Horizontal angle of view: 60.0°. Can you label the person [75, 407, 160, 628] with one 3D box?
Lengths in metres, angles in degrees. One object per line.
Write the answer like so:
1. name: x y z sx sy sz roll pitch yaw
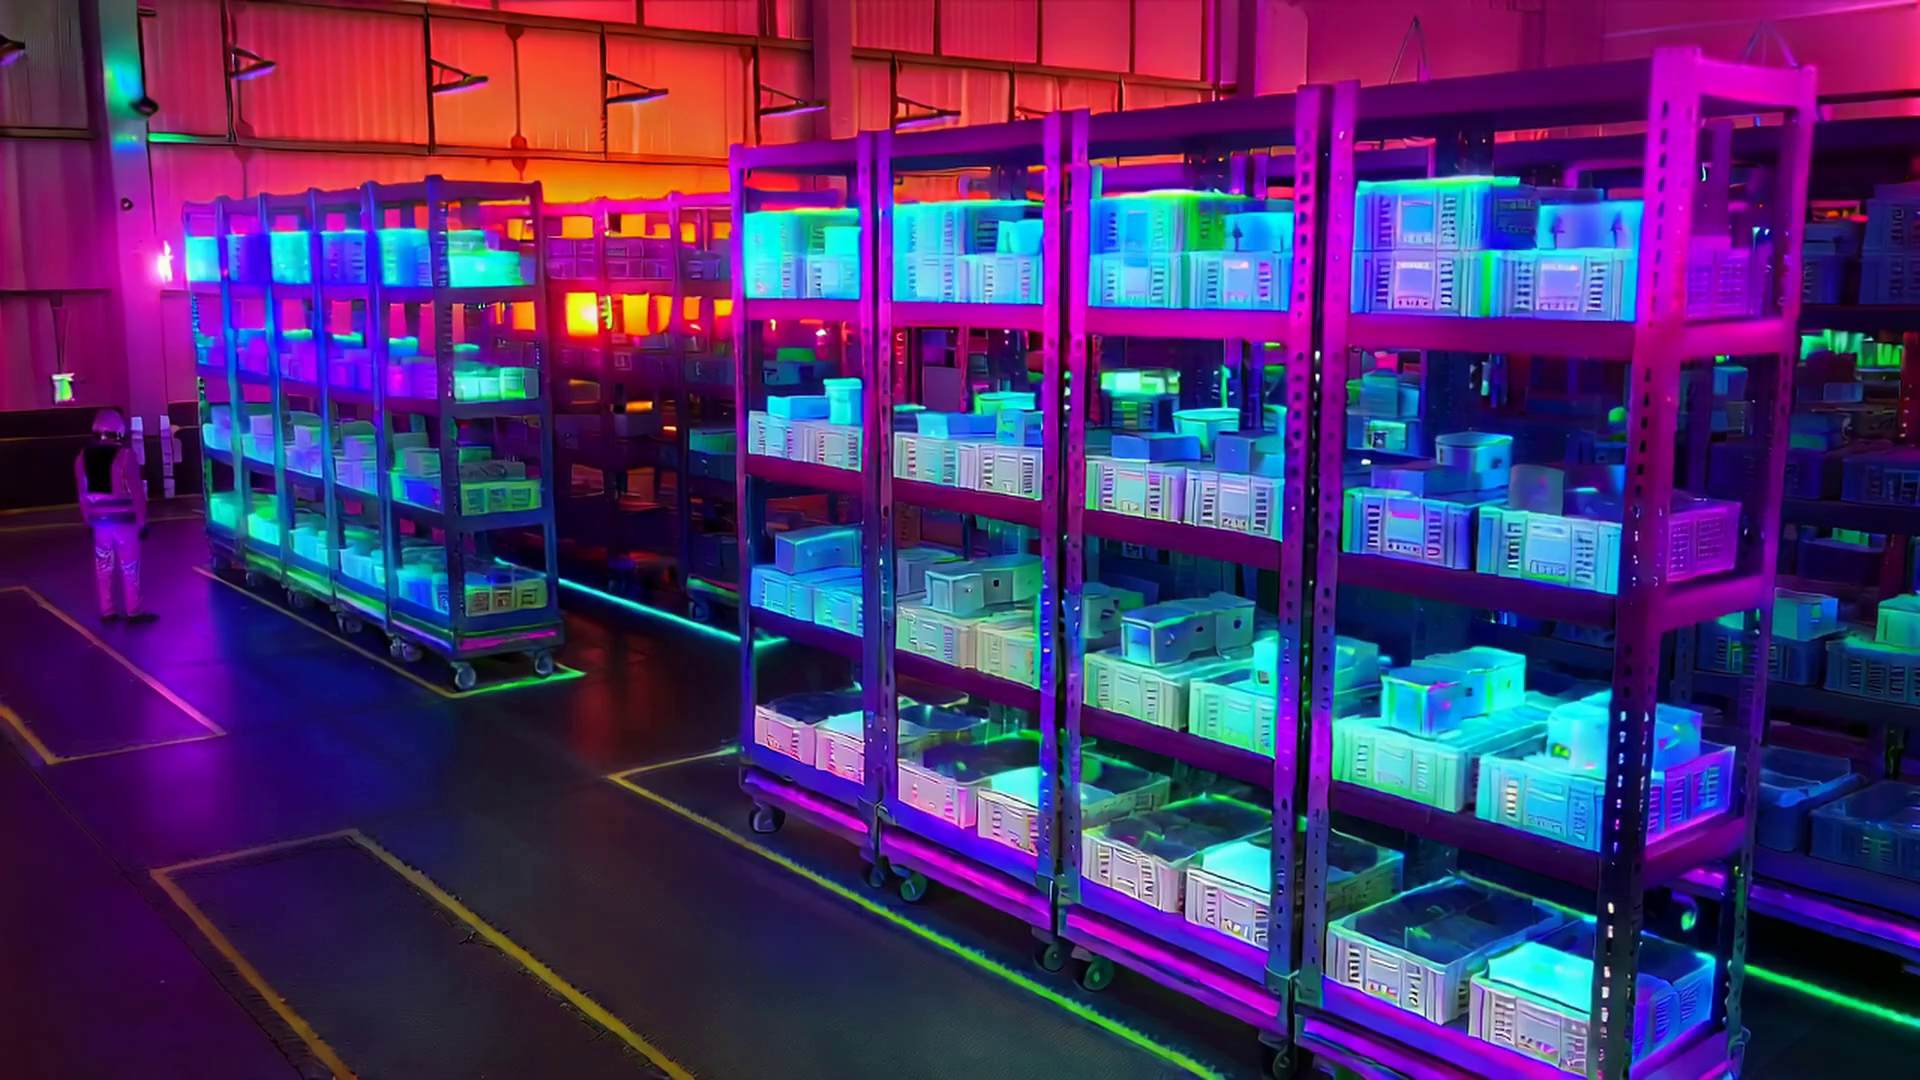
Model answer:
1. person: -6.998 -0.183 13.823 0.600 1.835 0.404 2 10 13
